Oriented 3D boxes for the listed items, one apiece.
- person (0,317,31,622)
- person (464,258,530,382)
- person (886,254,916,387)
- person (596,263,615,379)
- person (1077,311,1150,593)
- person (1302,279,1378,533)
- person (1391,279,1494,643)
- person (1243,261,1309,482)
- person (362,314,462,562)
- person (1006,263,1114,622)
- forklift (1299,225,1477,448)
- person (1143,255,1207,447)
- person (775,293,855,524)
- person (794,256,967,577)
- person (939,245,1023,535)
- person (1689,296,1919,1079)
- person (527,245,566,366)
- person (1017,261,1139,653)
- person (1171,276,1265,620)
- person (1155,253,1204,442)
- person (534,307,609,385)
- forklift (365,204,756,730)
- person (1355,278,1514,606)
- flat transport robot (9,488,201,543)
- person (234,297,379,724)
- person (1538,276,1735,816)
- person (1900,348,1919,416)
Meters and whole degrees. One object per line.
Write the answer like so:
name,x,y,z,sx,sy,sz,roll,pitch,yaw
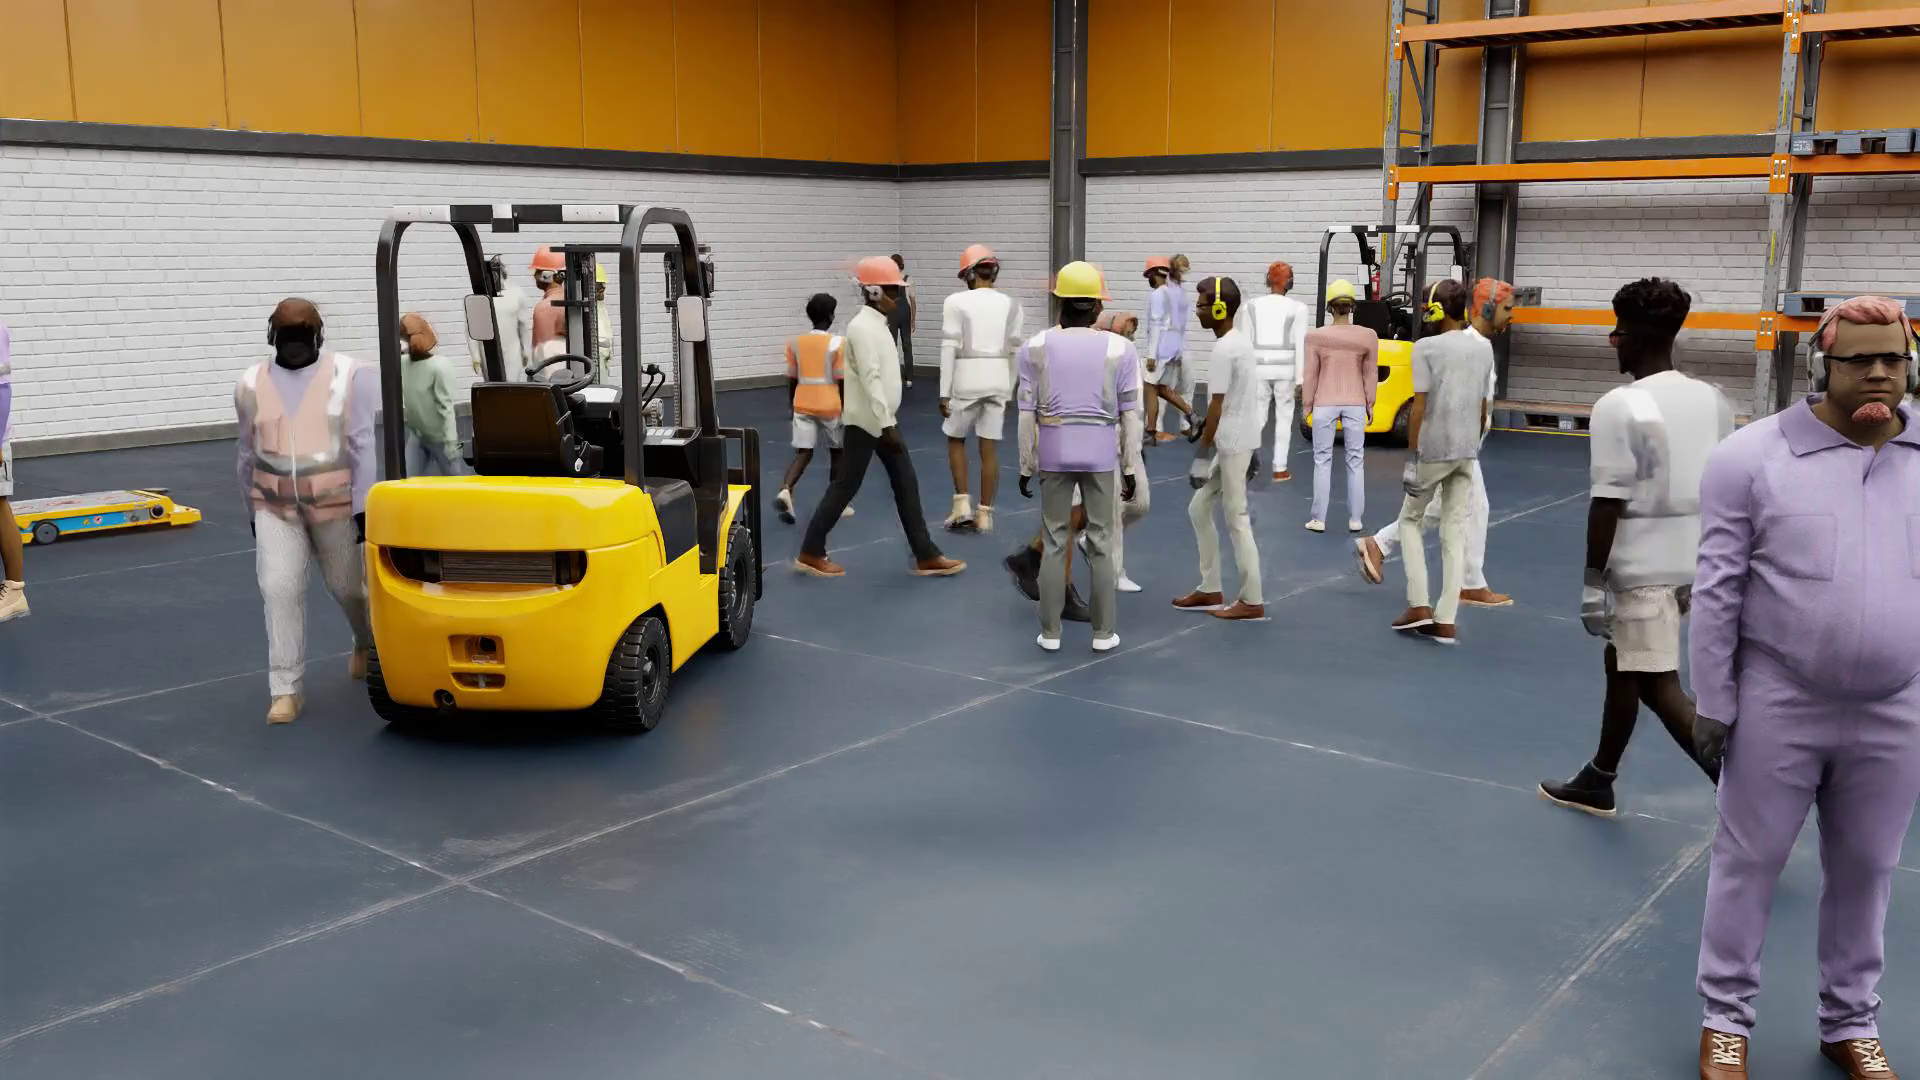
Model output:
person,-5.274,-0.573,8.867,0.608,2.044,0.371,7,12,34
person,-4.540,-1.834,16.401,0.633,1.860,1.061,-4,11,-21
person,-0.859,-3.032,23.054,0.506,1.843,0.346,-3,11,-15
person,-3.417,-1.655,15.493,0.403,1.824,0.593,3,11,18
person,0.885,-0.516,9.683,0.439,1.627,0.532,8,13,38
person,2.635,-0.924,11.581,0.525,1.769,0.308,0,10,1
person,2.453,-0.402,8.485,0.547,1.834,0.538,-3,11,-17
person,2.587,-1.376,13.826,0.587,1.861,0.742,6,12,28
person,-3.324,-0.597,10.278,0.510,1.579,0.833,7,12,34
person,0.538,-0.519,8.923,0.563,1.918,0.563,6,12,30
forklift,4.449,-2.115,16.993,1.214,2.155,2.313,8,13,38
person,2.078,-1.855,16.411,0.708,1.893,0.575,4,11,22
person,-1.046,-0.935,11.935,0.532,1.668,0.763,5,11,25
person,-0.524,-0.719,9.973,1.031,1.949,0.613,2,11,13
person,0.127,-1.041,11.592,0.665,1.994,0.563,-4,11,-21
person,2.058,0.387,3.928,0.642,1.909,0.408,1,10,6
person,-2.897,-1.110,11.969,0.375,1.997,0.610,2,10,11
person,0.578,-0.395,8.191,0.594,1.929,0.352,1,10,4
person,1.357,-0.473,8.879,0.666,1.840,0.524,3,11,15
person,2.224,-1.921,16.741,0.719,1.896,0.692,4,11,19
person,-2.550,-0.755,11.045,0.538,1.611,0.653,4,11,23
forklift,-1.766,-0.406,7.525,1.214,2.155,2.313,1,10,7
person,2.695,-0.553,9.352,0.815,1.847,0.588,4,11,22
flat transport robot,-6.142,-0.173,11.561,0.652,0.197,1.431,9,14,41
person,-2.832,-0.166,7.294,0.619,1.808,0.821,-1,10,-7
person,2.383,0.094,5.527,0.613,1.930,0.964,-6,12,-30
person,3.983,-0.035,6.839,0.508,1.687,0.912,-3,11,-18
